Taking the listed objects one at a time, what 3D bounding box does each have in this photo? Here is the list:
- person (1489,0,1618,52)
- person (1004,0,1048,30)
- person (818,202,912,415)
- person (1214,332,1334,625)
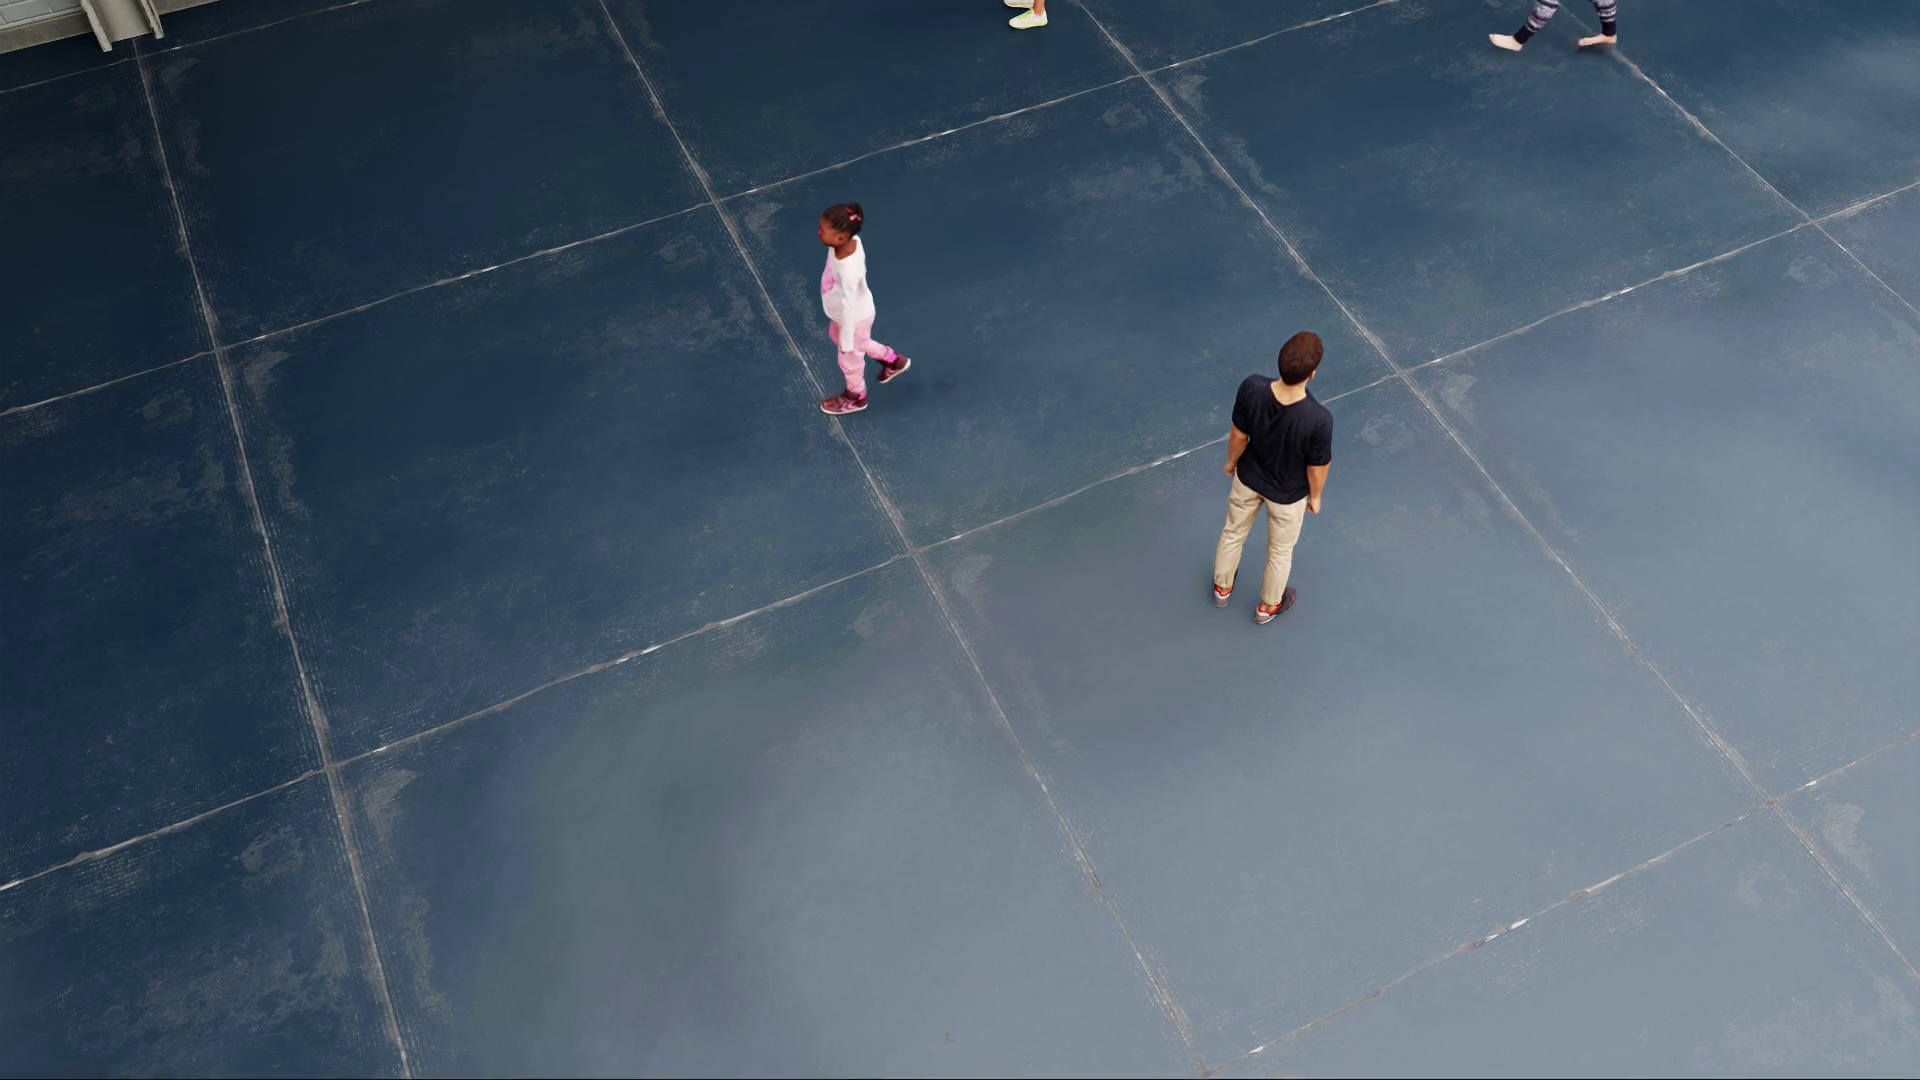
[{"bbox_3d":[4.087,-3.803,10.497,1.176,1.684,0.956,3,52,2],"label":"person"},{"bbox_3d":[0.480,-4.139,10.689,0.680,1.792,0.664,-2,52,-1],"label":"person"},{"bbox_3d":[-0.502,-1.207,8.641,0.807,1.439,0.664,-7,53,-6],"label":"person"},{"bbox_3d":[1.435,-0.267,7.648,0.709,1.860,0.717,26,57,19],"label":"person"}]
